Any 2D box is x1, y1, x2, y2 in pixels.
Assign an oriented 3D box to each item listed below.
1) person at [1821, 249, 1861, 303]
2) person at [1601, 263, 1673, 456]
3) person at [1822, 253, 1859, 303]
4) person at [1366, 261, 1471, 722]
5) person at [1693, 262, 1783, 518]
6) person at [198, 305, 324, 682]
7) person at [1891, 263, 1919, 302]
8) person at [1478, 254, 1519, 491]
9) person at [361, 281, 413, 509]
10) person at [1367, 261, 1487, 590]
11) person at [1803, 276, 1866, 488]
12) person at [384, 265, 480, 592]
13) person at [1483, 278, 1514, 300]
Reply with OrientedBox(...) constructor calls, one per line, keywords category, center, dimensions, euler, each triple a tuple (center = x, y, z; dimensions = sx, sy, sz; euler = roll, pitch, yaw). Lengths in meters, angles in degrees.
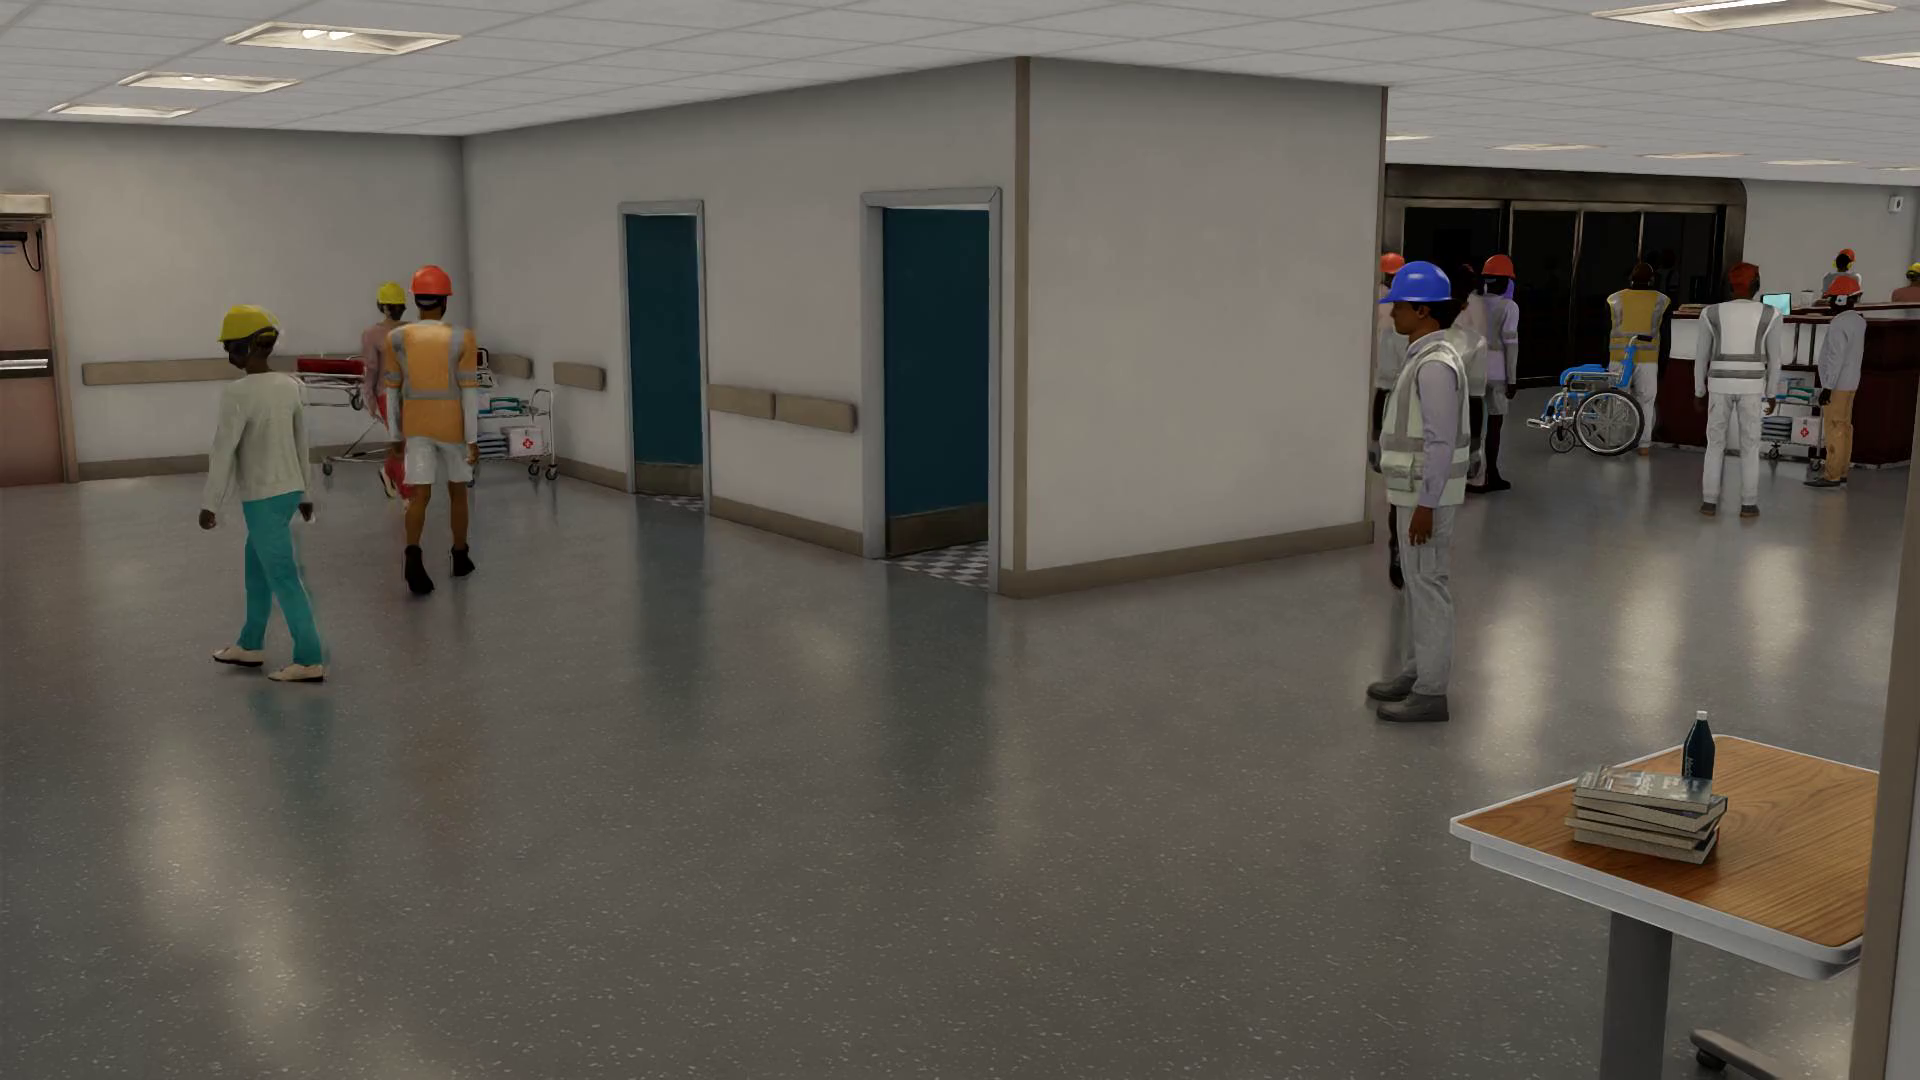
OrientedBox(category="person", center=(13.483, -3.480, 25.470), dimensions=(0.551, 1.935, 0.372), euler=(9, 14, 43))
OrientedBox(category="person", center=(6.451, -1.717, 15.896), dimensions=(0.626, 1.837, 0.429), euler=(4, 11, 23))
OrientedBox(category="person", center=(13.325, -3.403, 25.237), dimensions=(0.520, 1.869, 0.333), euler=(7, 12, 33))
OrientedBox(category="person", center=(1.947, -0.201, 7.066), dimensions=(0.406, 1.946, 0.608), euler=(2, 10, 10))
OrientedBox(category="person", center=(5.740, -1.104, 12.313), dimensions=(0.576, 1.881, 0.354), euler=(5, 11, 27))
OrientedBox(category="person", center=(-3.298, -0.199, 7.662), dimensions=(0.770, 1.740, 0.527), euler=(1, 10, 7))
OrientedBox(category="person", center=(12.487, -2.746, 21.844), dimensions=(0.527, 1.765, 0.328), euler=(8, 13, 39))
OrientedBox(category="person", center=(4.360, -1.369, 13.675), dimensions=(0.380, 1.931, 0.545), euler=(-7, 12, -33))
OrientedBox(category="person", center=(-4.356, -1.124, 12.824), dimensions=(0.799, 1.739, 0.522), euler=(10, 14, 43))
OrientedBox(category="person", center=(2.577, -0.570, 9.203), dimensions=(0.636, 1.927, 0.781), euler=(2, 10, 12))
OrientedBox(category="person", center=(7.271, -1.306, 13.802), dimensions=(0.330, 1.751, 0.564), euler=(9, 14, 42))
OrientedBox(category="person", center=(-3.103, -0.659, 9.774), dimensions=(0.553, 1.907, 0.932), euler=(-1, 10, -3))
OrientedBox(category="person", center=(7.255, -2.897, 22.467), dimensions=(0.565, 1.843, 0.396), euler=(-8, 13, -37))
